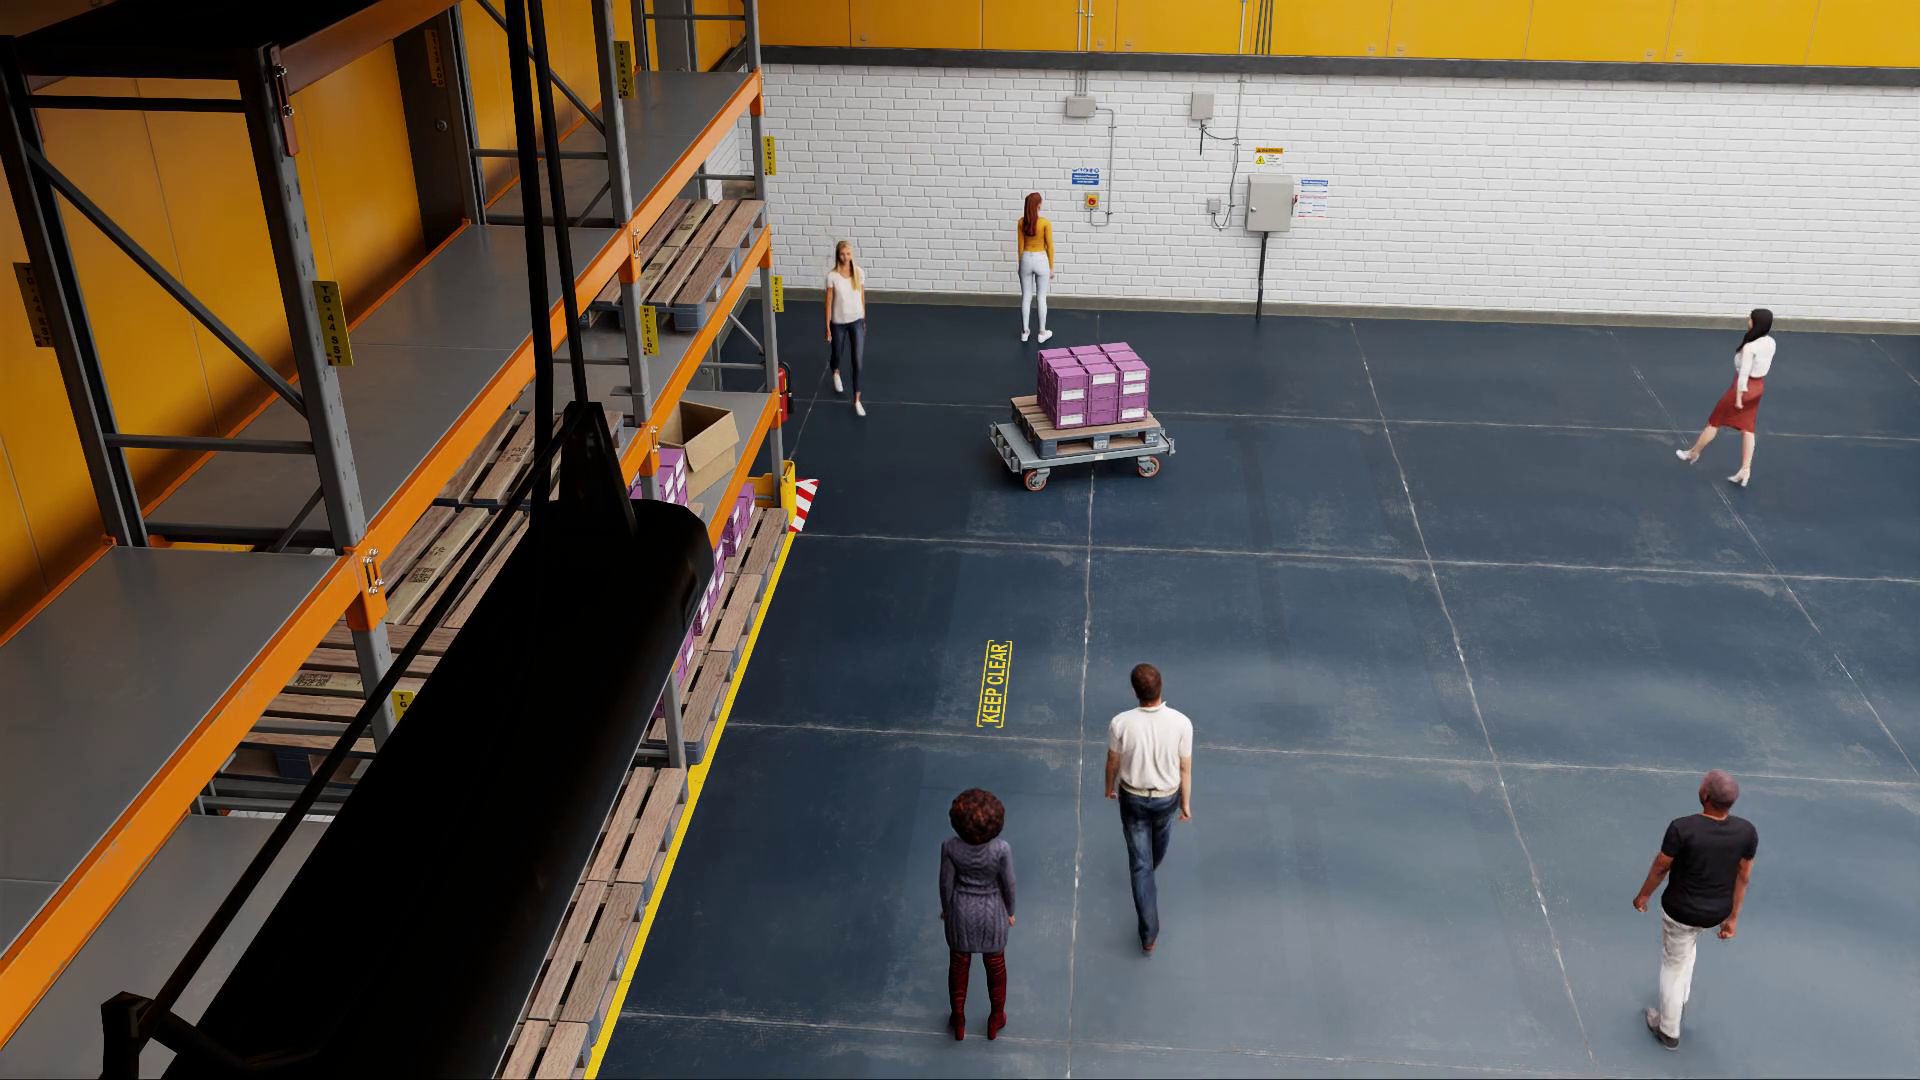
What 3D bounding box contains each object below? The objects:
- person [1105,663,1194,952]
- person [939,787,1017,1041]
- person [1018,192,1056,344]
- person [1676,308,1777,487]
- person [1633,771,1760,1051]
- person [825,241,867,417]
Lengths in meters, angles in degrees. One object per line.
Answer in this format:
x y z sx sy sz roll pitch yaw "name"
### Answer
1.140 1.661 10.110 0.711 1.797 1.225 2 29 4 "person"
0.096 2.116 9.363 0.574 1.712 0.513 2 29 3 "person"
0.846 -3.100 18.885 0.628 1.751 0.632 9 30 16 "person"
7.445 -1.317 15.647 0.932 1.722 1.062 -16 32 -27 "person"
4.122 2.122 9.274 0.720 1.788 0.797 -3 29 -5 "person"
-1.205 -2.243 17.289 0.916 1.775 1.238 -8 30 -15 "person"
